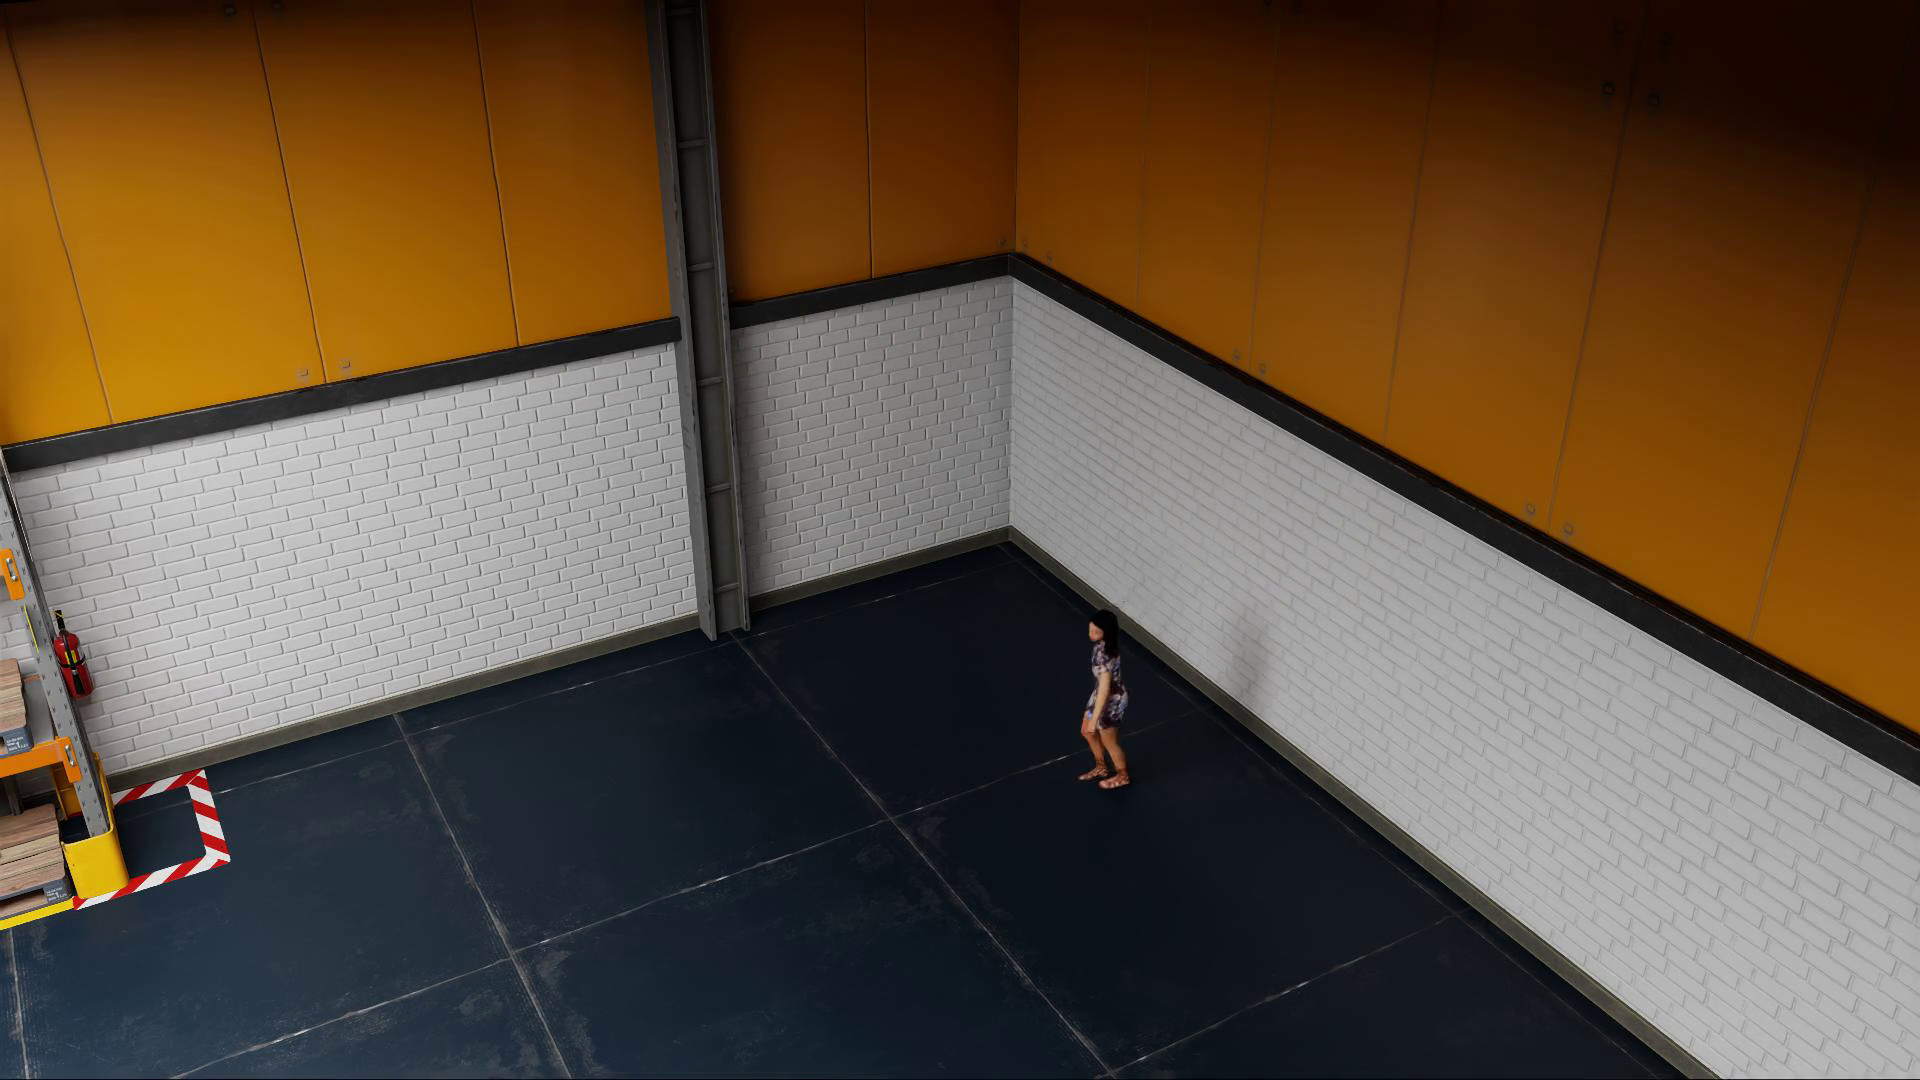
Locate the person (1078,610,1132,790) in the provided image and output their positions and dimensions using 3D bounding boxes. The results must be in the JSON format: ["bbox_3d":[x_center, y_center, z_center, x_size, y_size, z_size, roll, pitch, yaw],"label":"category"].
[{"bbox_3d":[1.189,1.242,12.824,0.795,1.698,0.762,2,29,4],"label":"person"}]
